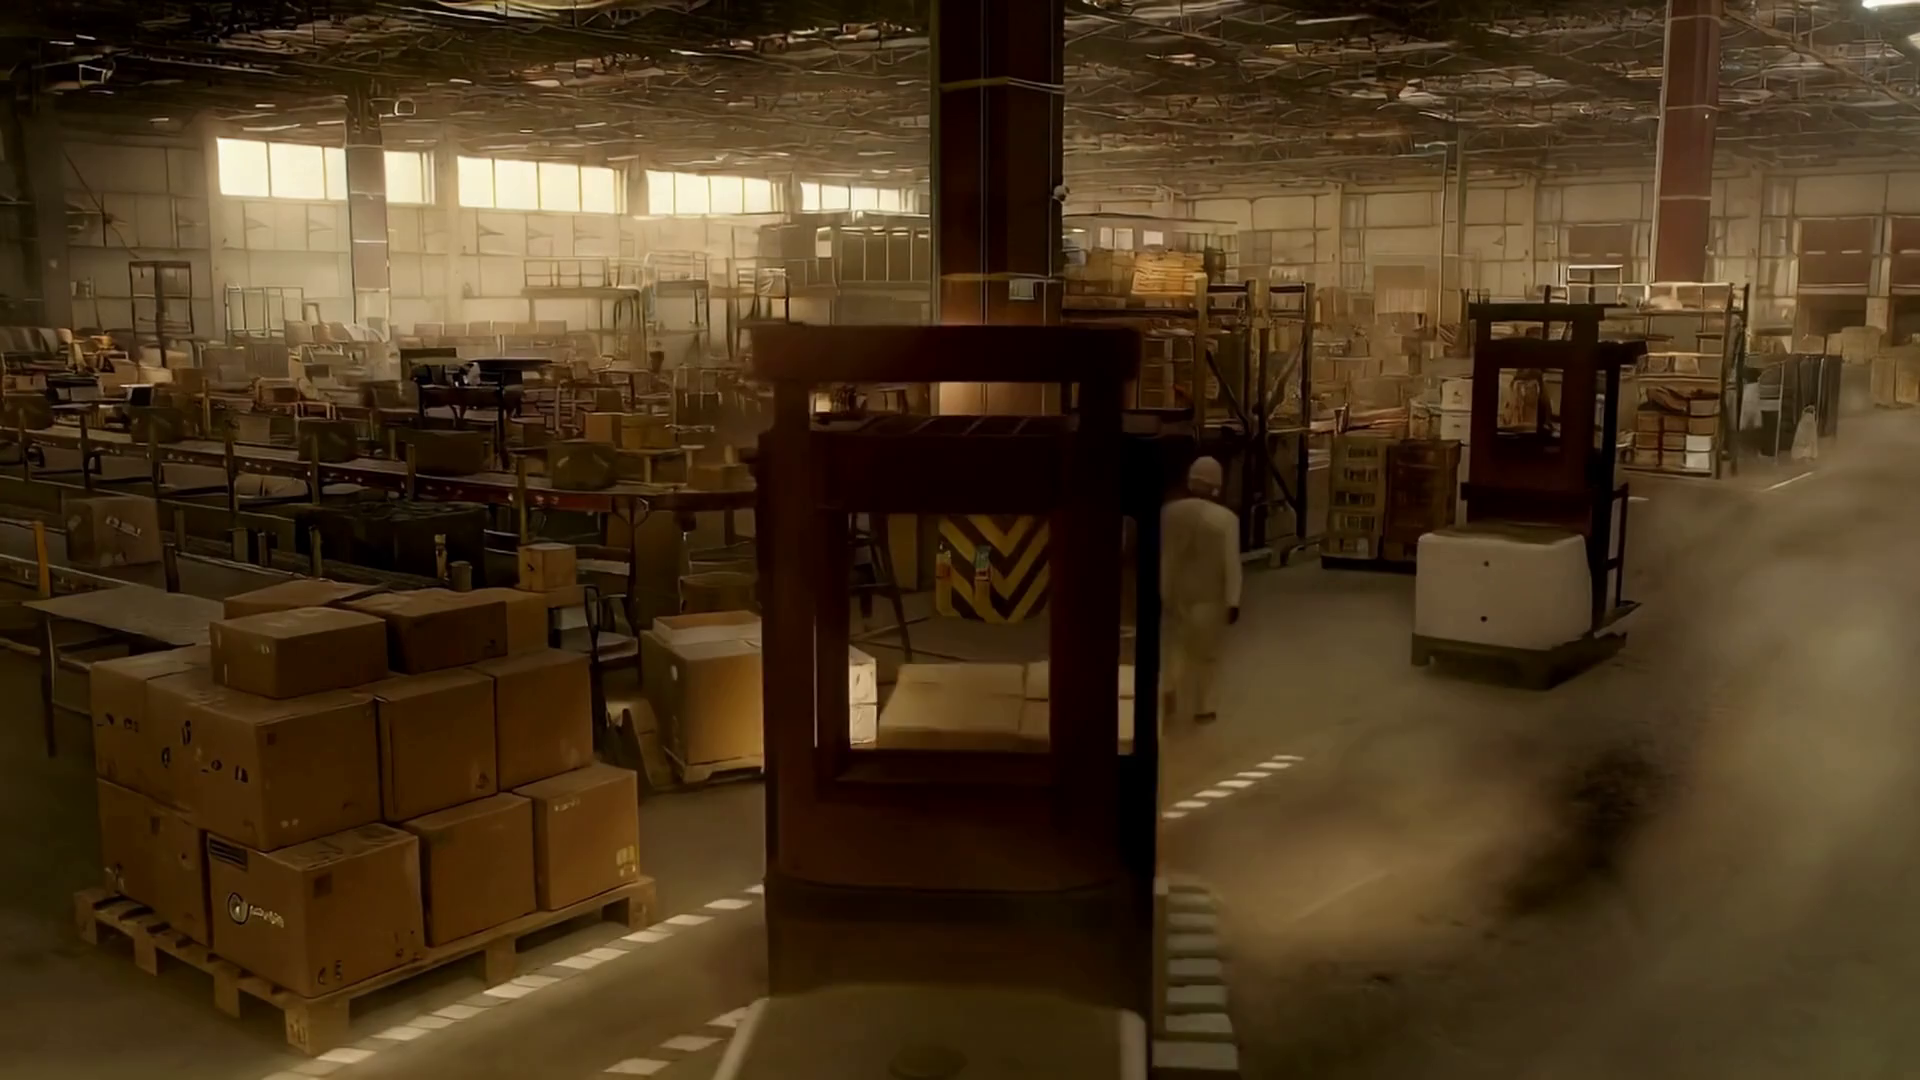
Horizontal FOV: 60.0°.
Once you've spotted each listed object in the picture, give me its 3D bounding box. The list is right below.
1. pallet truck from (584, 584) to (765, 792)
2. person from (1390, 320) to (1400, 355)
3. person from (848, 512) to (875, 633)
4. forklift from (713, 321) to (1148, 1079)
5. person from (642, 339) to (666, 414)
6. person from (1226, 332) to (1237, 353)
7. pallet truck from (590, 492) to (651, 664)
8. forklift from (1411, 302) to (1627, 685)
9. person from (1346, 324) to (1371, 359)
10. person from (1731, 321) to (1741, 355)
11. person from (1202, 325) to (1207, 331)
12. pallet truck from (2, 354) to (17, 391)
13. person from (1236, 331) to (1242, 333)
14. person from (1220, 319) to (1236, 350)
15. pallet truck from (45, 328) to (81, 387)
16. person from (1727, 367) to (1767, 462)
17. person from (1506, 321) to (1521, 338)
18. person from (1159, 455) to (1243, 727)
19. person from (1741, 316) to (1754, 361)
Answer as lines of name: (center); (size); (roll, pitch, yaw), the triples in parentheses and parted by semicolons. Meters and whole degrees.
pallet truck: (-1.426, 0.805, 10.019); (1.601, 1.201, 0.680); (-4, 9, -26)
person: (15.731, -6.973, 60.109); (0.433, 1.922, 0.656); (1, 8, 5)
person: (-0.966, -0.041, 14.147); (0.540, 1.695, 0.318); (-3, 9, -17)
forklift: (-0.028, 0.827, 4.327); (1.129, 2.768, 1.873); (1, 8, 5)
person: (-7.189, -3.861, 39.540); (1.008, 1.822, 0.511); (4, 9, 23)
person: (6.937, -4.506, 43.598); (0.734, 1.904, 0.567); (2, 9, 15)
pallet truck: (-3.115, 0.344, 12.883); (0.653, 1.274, 1.630); (7, 11, 37)
forklift: (4.379, -0.438, 12.852); (1.129, 2.768, 1.873); (7, 11, 37)
person: (11.686, -5.339, 48.706); (0.712, 2.000, 0.544); (1, 9, 8)
person: (31.786, -8.063, 68.059); (0.416, 1.755, 0.542); (6, 10, 34)
person: (8.730, -7.066, 60.842); (0.902, 1.896, 0.588); (0, 8, -2)
pallet truck: (-24.881, -4.417, 42.634); (1.885, 1.965, 0.823); (8, 11, 41)
person: (7.564, -4.843, 45.982); (0.770, 1.863, 0.576); (-7, 11, -38)
person: (9.205, -6.565, 57.020); (0.649, 2.023, 0.598); (-1, 9, -7)
pallet truck: (-23.775, -4.544, 43.495); (1.885, 1.965, 0.823); (6, 10, 35)
person: (13.603, -2.168, 28.698); (0.539, 1.618, 0.938); (-2, 9, -13)
person: (24.929, -9.205, 74.986); (0.621, 1.970, 0.465); (4, 9, 25)
person: (1.600, 0.349, 11.102); (0.609, 1.823, 0.420); (5, 10, 32)
person: (33.737, -8.619, 71.193); (0.585, 1.929, 0.370); (-7, 11, -38)
